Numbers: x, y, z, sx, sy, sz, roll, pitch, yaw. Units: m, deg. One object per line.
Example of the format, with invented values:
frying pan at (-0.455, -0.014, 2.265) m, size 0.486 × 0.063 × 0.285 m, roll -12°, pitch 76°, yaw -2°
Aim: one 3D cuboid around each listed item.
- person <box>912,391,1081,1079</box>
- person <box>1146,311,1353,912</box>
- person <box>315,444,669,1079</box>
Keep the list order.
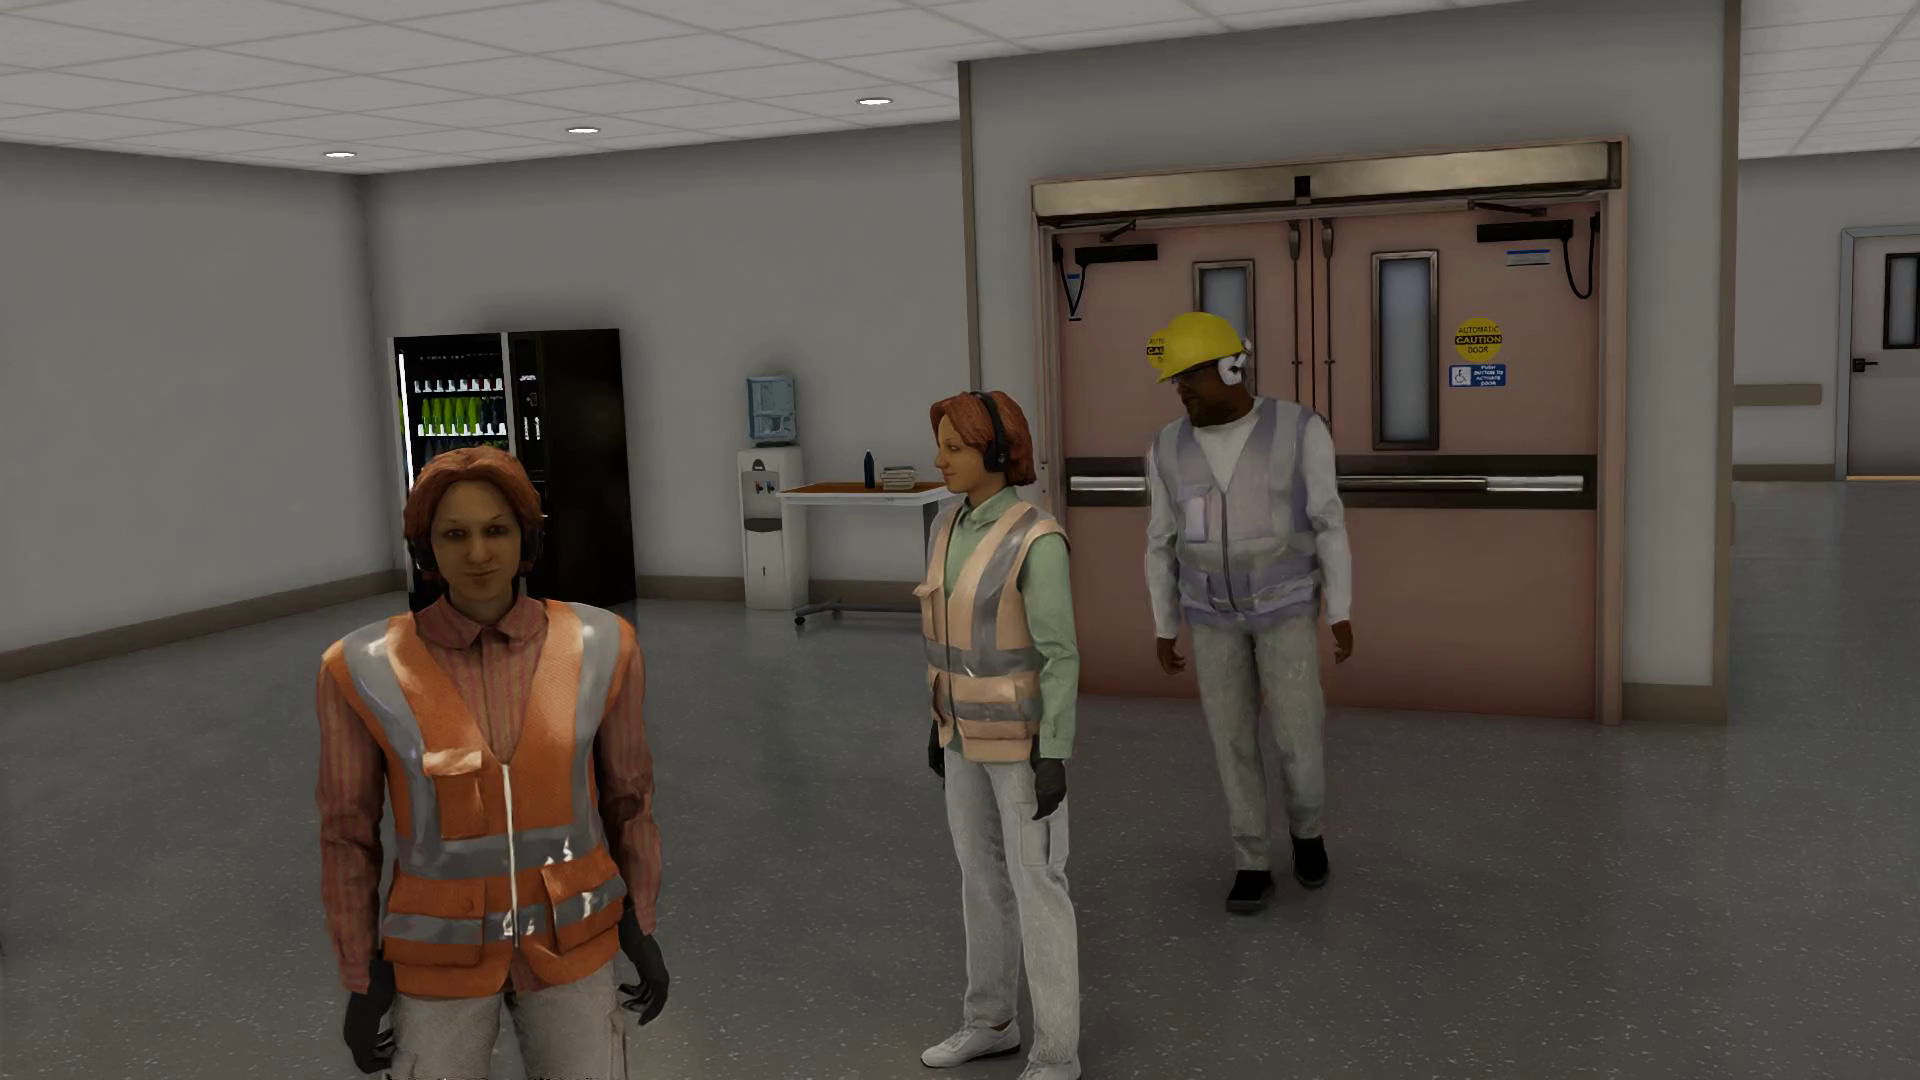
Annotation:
person at (0.088, 0.475, 3.832) m, size 0.307 × 1.639 × 0.525 m, roll -7°, pitch 9°, yaw -32°
person at (0.872, 0.213, 5.028) m, size 0.637 × 1.805 × 0.451 m, roll 2°, pitch 8°, yaw 28°
person at (-0.707, 0.667, 2.599) m, size 0.516 × 1.640 × 0.314 m, roll -6°, pitch 8°, yaw -25°
